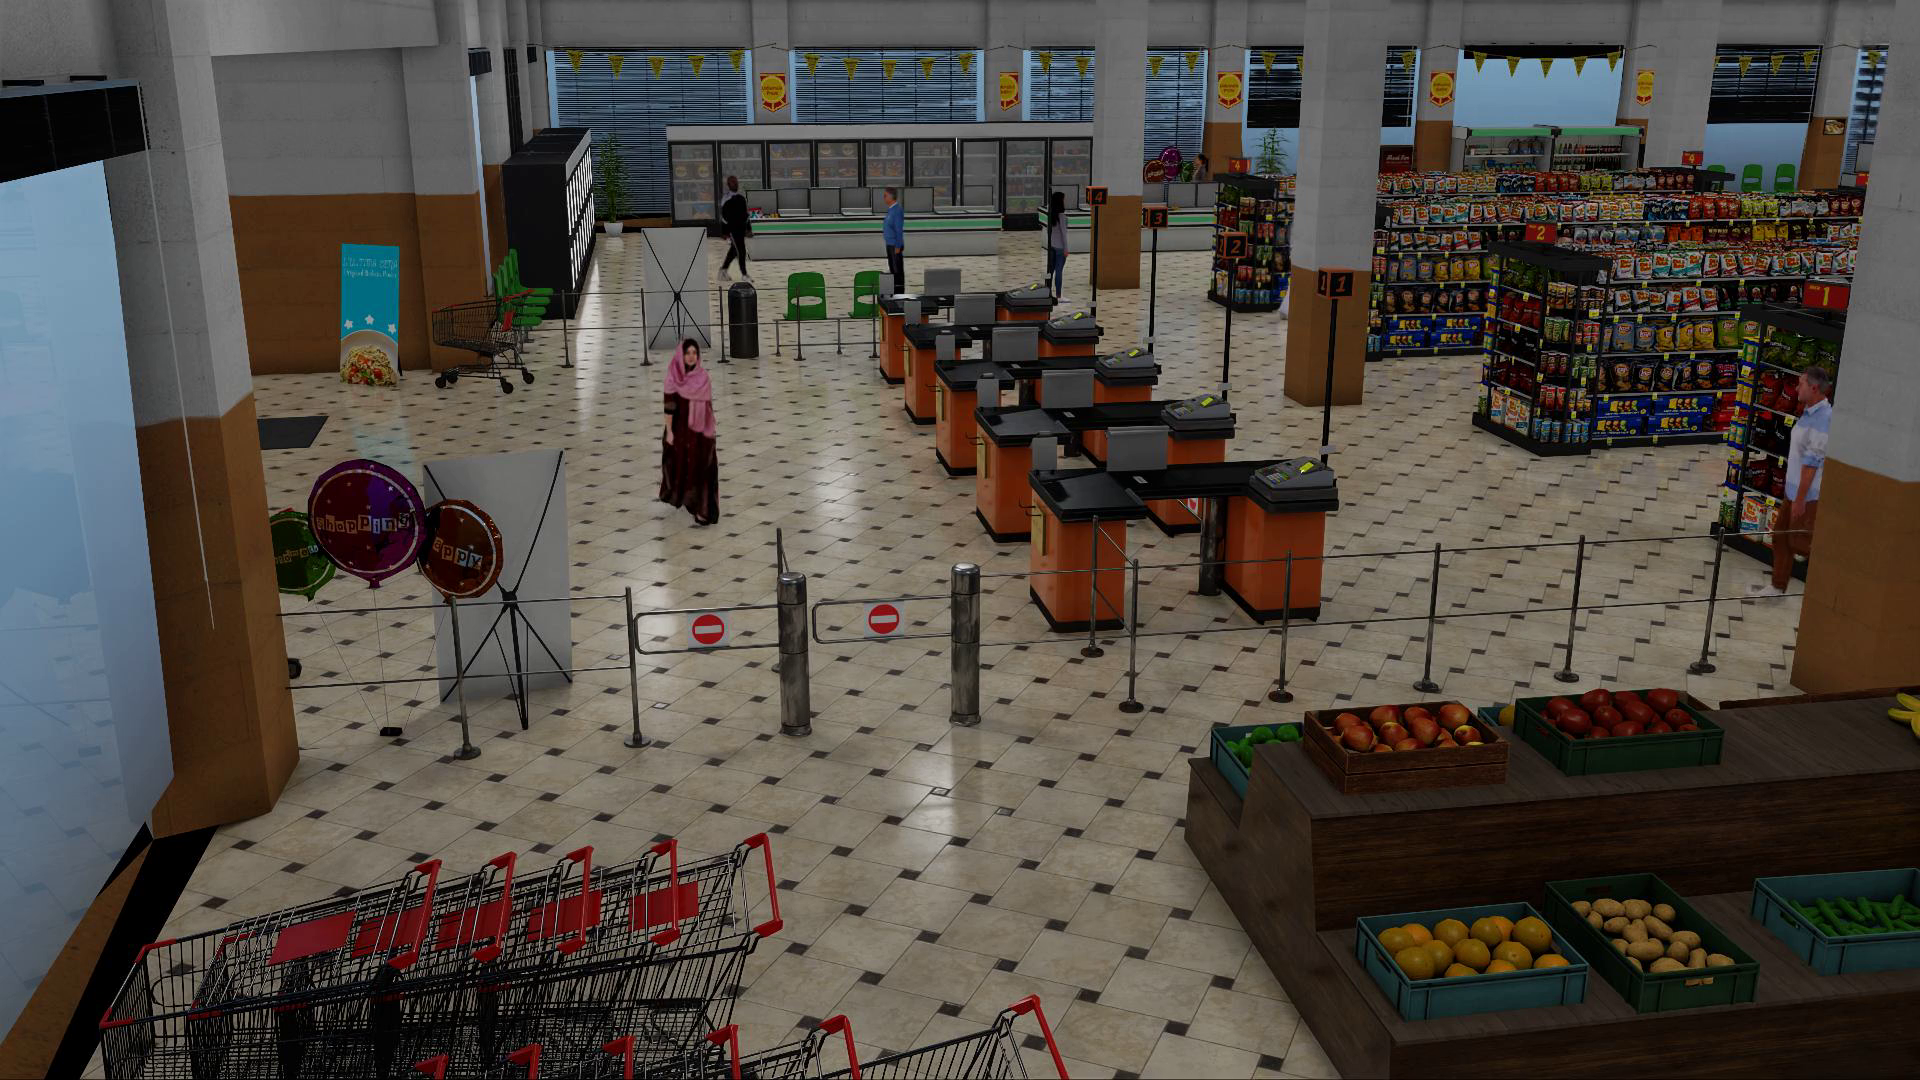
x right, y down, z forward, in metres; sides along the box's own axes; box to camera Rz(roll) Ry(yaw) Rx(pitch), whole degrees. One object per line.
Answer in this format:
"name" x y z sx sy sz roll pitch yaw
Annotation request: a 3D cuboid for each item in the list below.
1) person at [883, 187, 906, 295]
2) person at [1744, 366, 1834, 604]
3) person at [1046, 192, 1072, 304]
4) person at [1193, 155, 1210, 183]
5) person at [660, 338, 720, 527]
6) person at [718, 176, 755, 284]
"person" -1.050 -4.795 26.838 0.608 1.813 0.682 -6 18 -18
"person" 6.323 -0.358 12.246 1.116 1.801 0.928 4 17 11
"person" 1.539 -4.686 26.604 0.659 1.741 0.680 -11 20 -31
"person" 5.274 -7.425 35.824 1.163 1.624 0.805 1 17 3
"person" -2.393 -0.953 14.523 0.980 1.618 0.897 -9 19 -27
"person" -3.939 -5.366 28.741 1.229 1.801 1.194 13 21 36
